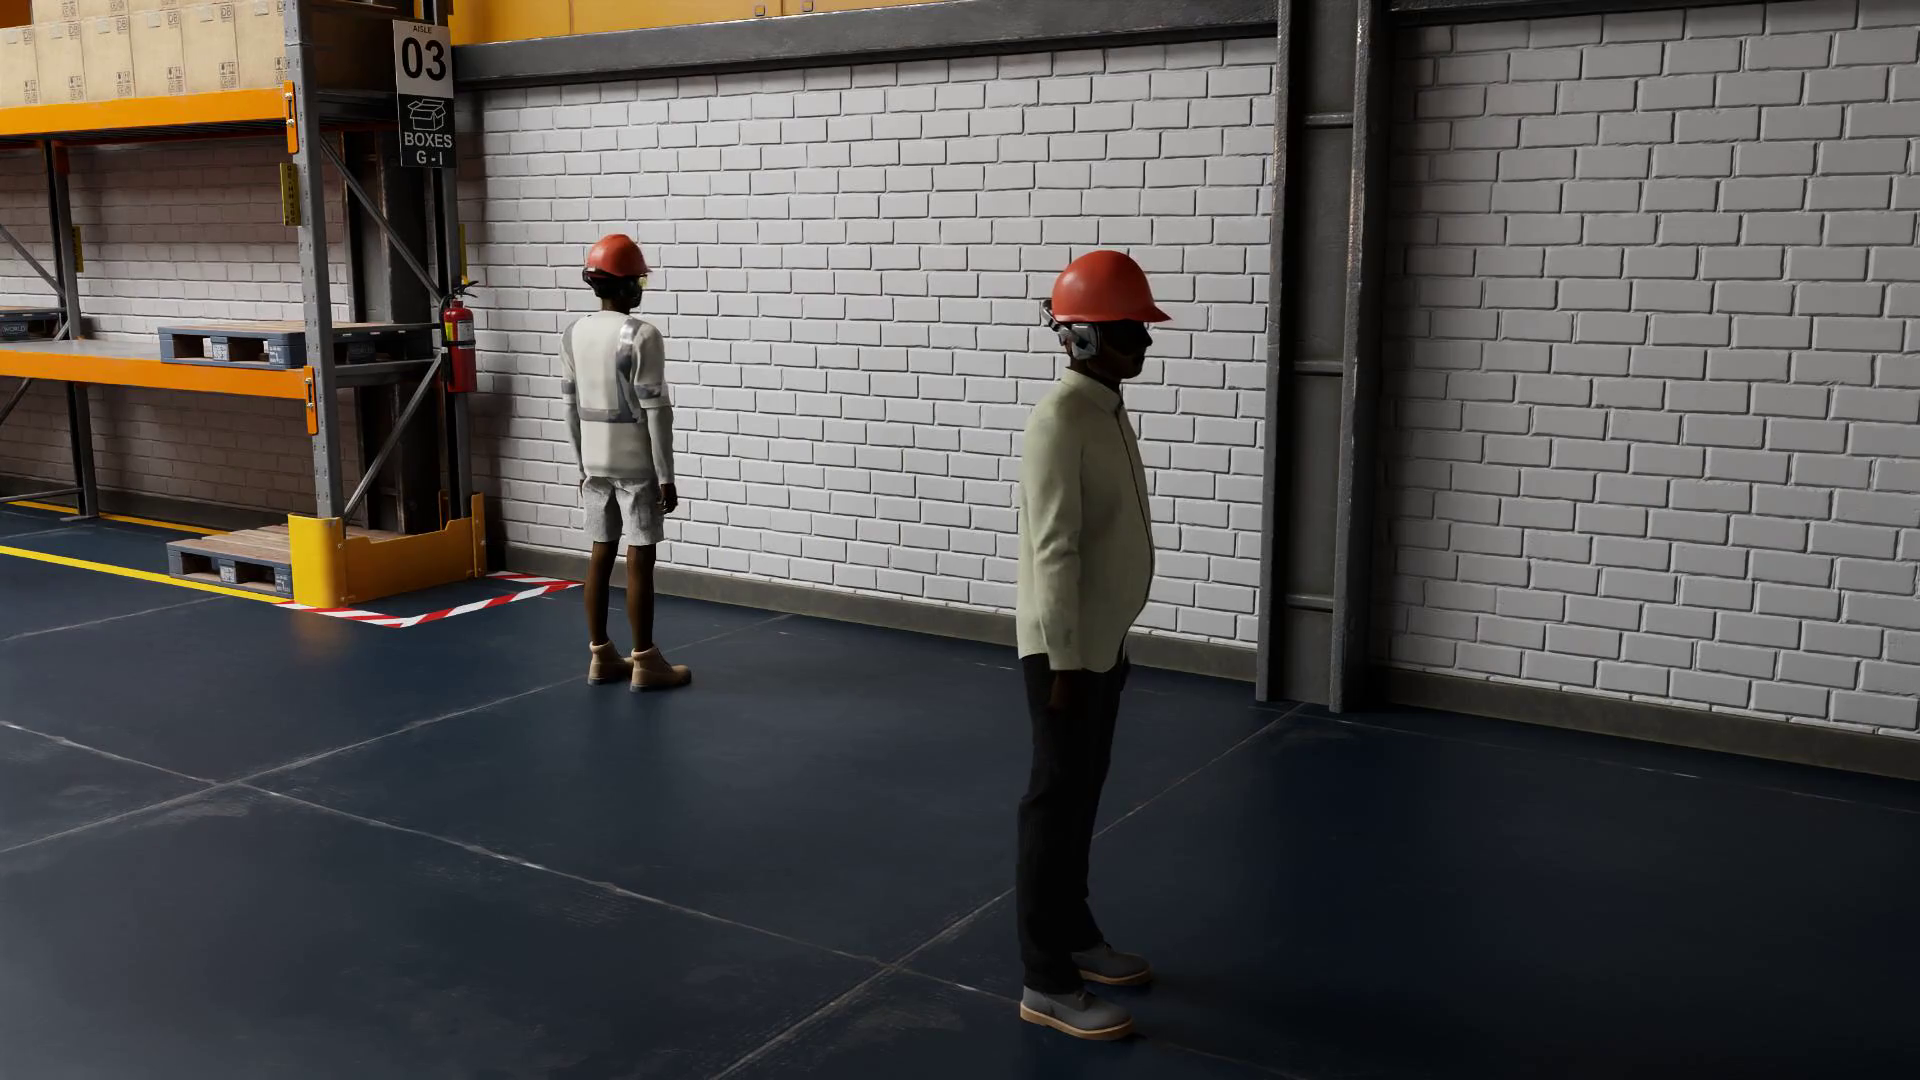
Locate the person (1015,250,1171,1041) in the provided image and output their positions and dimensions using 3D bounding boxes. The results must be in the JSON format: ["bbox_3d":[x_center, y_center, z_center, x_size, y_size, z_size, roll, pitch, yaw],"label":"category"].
[{"bbox_3d":[0.336,0.260,4.313,0.389,1.996,0.612,3,11,18],"label":"person"}]

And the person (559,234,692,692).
[{"bbox_3d":[-1.507,-0.337,7.482,0.607,2.048,0.369,7,12,32],"label":"person"}]
